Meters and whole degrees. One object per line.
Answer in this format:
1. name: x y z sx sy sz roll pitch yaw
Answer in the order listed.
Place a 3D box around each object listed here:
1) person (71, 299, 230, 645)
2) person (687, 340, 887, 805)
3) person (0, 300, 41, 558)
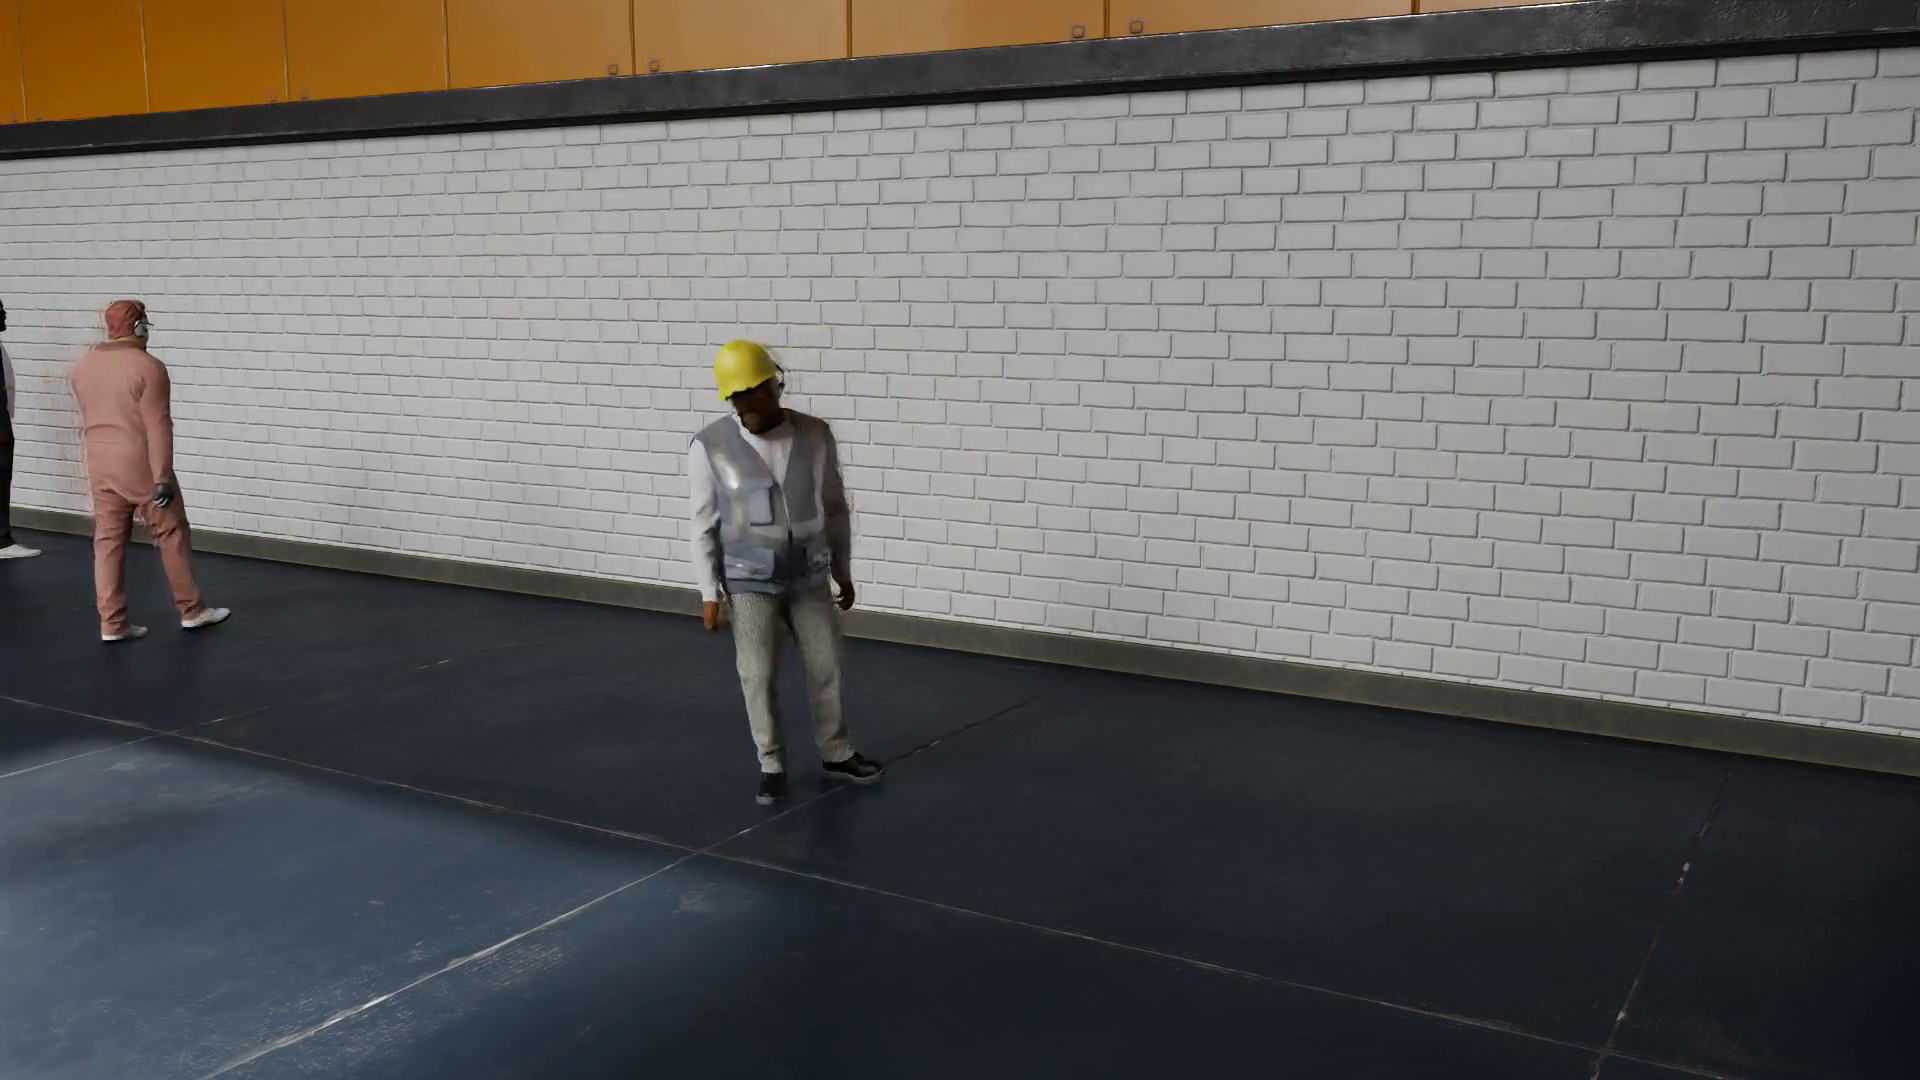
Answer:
1. person: -4.514 -0.391 9.270 0.657 1.876 0.806 3 10 18
2. person: -0.663 0.130 6.320 0.731 1.781 0.404 -5 10 -26
3. person: -6.893 -0.825 11.845 0.387 1.921 0.594 -9 12 -43
